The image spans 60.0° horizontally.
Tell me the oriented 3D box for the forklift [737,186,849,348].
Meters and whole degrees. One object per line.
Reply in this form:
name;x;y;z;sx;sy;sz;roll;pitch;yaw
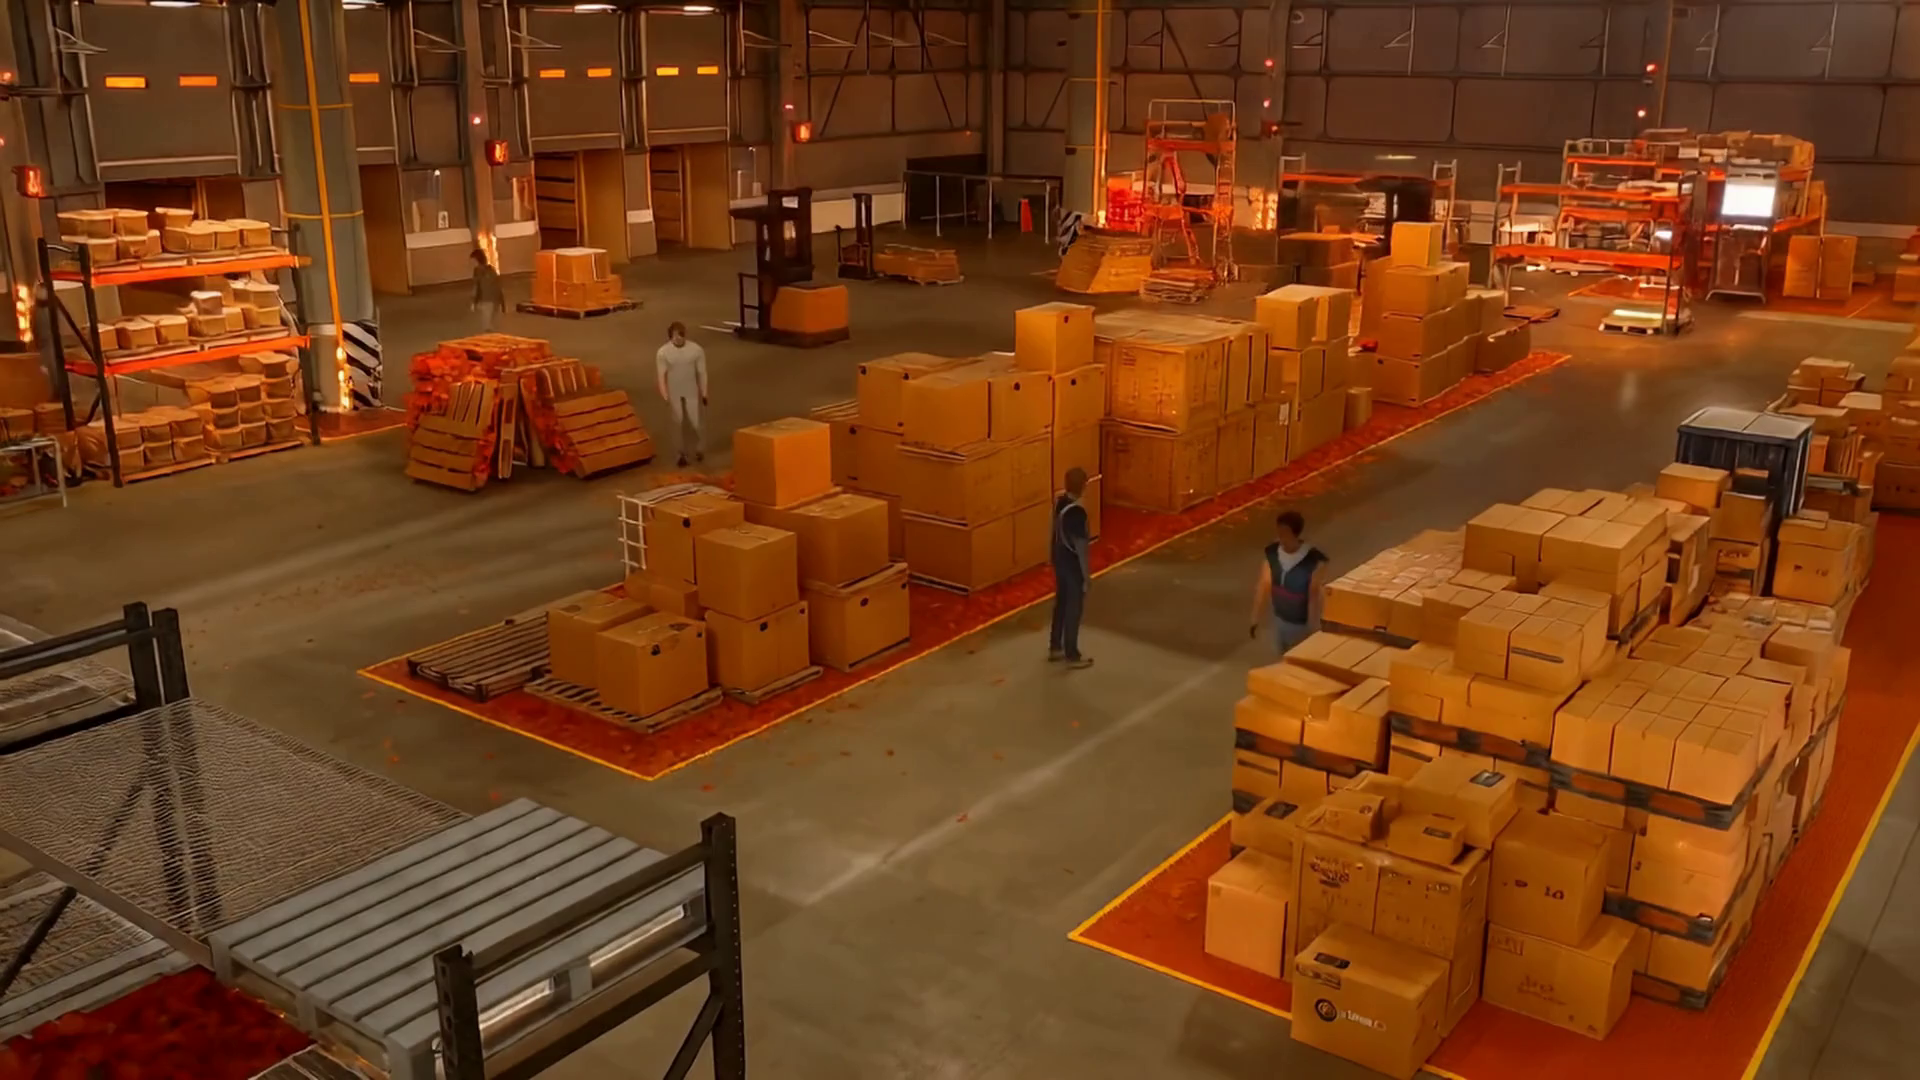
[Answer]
forklift;-3.066;-5.040;30.462;1.873;2.768;1.129;12;21;35

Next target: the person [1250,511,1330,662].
person;2.616;0.674;13.277;1.037;1.857;0.587;-11;20;-33

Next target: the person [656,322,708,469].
person;-3.607;-1.885;21.658;0.661;1.915;0.494;-3;17;-11

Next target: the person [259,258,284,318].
person;-12.826;-4.500;30.817;0.532;1.620;0.572;7;18;23

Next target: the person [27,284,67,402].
person;-13.775;-2.947;25.200;0.548;1.905;0.568;2;17;5

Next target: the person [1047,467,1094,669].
person;0.978;0.253;14.733;0.328;1.839;0.536;-8;18;-24

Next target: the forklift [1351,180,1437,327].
forklift;8.667;-5.436;31.774;1.873;2.768;1.129;12;21;35

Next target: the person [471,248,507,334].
person;-8.249;-4.167;29.210;0.656;1.918;0.639;16;23;42

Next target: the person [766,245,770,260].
person;-3.595;-5.188;32.671;0.434;1.868;0.614;8;19;25

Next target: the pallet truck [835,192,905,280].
pallet truck;-1.936;-7.159;38.982;1.885;1.965;0.823;-12;21;-34
